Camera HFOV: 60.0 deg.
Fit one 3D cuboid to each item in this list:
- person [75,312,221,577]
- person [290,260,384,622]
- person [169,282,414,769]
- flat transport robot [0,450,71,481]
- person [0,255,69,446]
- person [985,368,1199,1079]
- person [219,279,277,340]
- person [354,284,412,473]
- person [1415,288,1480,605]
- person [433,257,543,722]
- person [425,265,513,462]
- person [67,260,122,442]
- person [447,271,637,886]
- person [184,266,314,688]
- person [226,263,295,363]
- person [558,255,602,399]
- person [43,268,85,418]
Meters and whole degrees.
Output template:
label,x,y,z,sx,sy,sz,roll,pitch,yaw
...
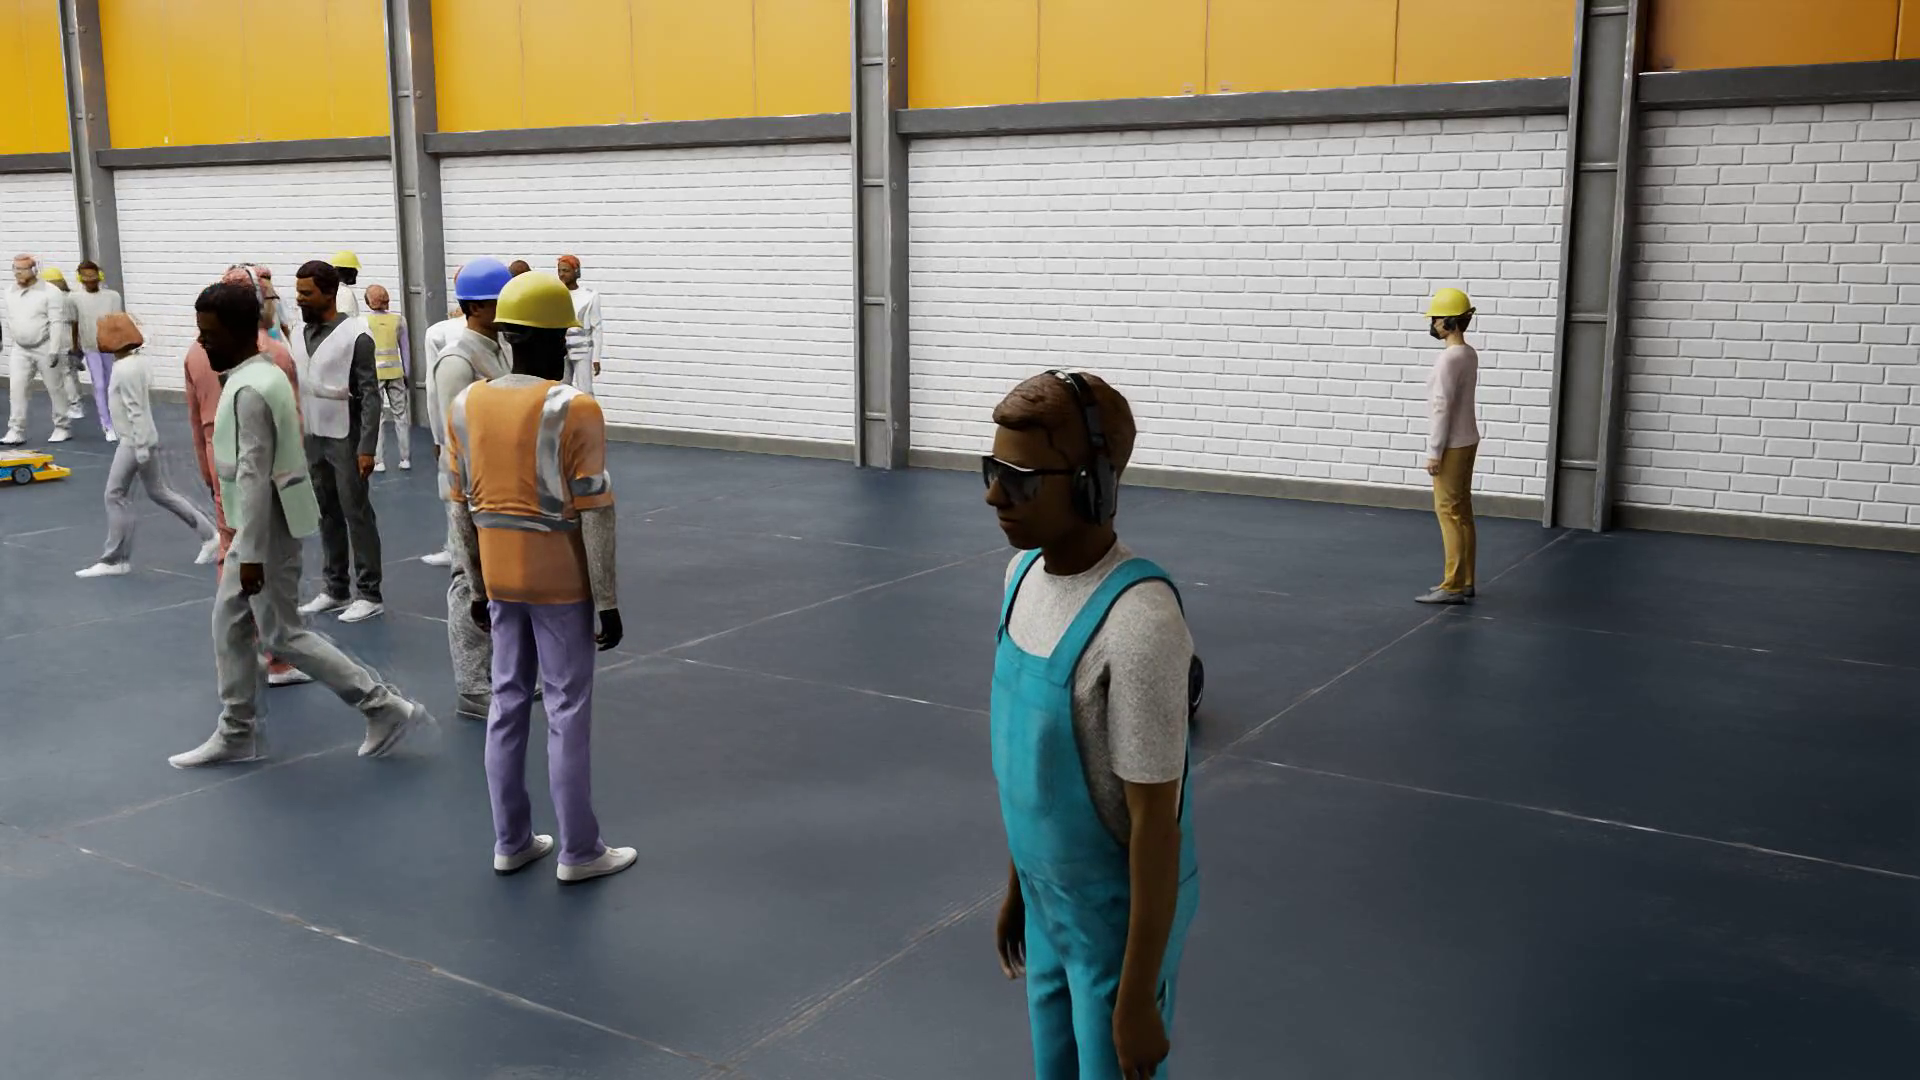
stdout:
label,x,y,z,sx,sy,sz,roll,pitch,yaw
person,-4.962,-0.593,10.140,0.819,1.599,0.511,-5,11,-24
person,-3.329,-0.526,8.890,0.596,1.915,0.374,6,12,30
person,-2.586,-0.042,6.307,0.859,1.877,0.615,-3,11,-19
flat transport robot,-8.195,-0.565,13.668,0.652,0.197,1.431,7,12,34
person,-9.159,-1.856,16.381,0.643,1.869,0.914,0,10,2
person,0.207,0.636,2.709,0.370,1.833,0.520,-3,11,-18
person,-5.300,-1.055,12.290,0.574,1.742,0.340,3,11,17
person,-5.044,-1.405,14.529,0.523,1.638,0.310,-9,14,-42
person,2.727,-0.521,9.307,0.346,1.760,0.526,6,12,31
person,-2.009,-0.216,7.084,0.405,1.948,0.605,1,10,4
person,-2.686,-0.593,9.355,0.575,1.882,0.361,0,10,-1
person,-8.765,-1.935,16.943,0.530,1.830,0.874,-7,12,-35
person,-1.313,0.128,5.234,0.592,1.926,0.366,5,11,24
person,-3.190,-0.286,7.590,0.651,1.906,0.403,6,12,30
person,-6.035,-1.508,14.584,0.457,1.829,0.644,7,13,35
person,-3.612,-1.703,15.506,0.573,1.883,0.356,3,11,14
person,-10.243,-2.235,19.010,0.616,1.718,0.501,5,12,27
